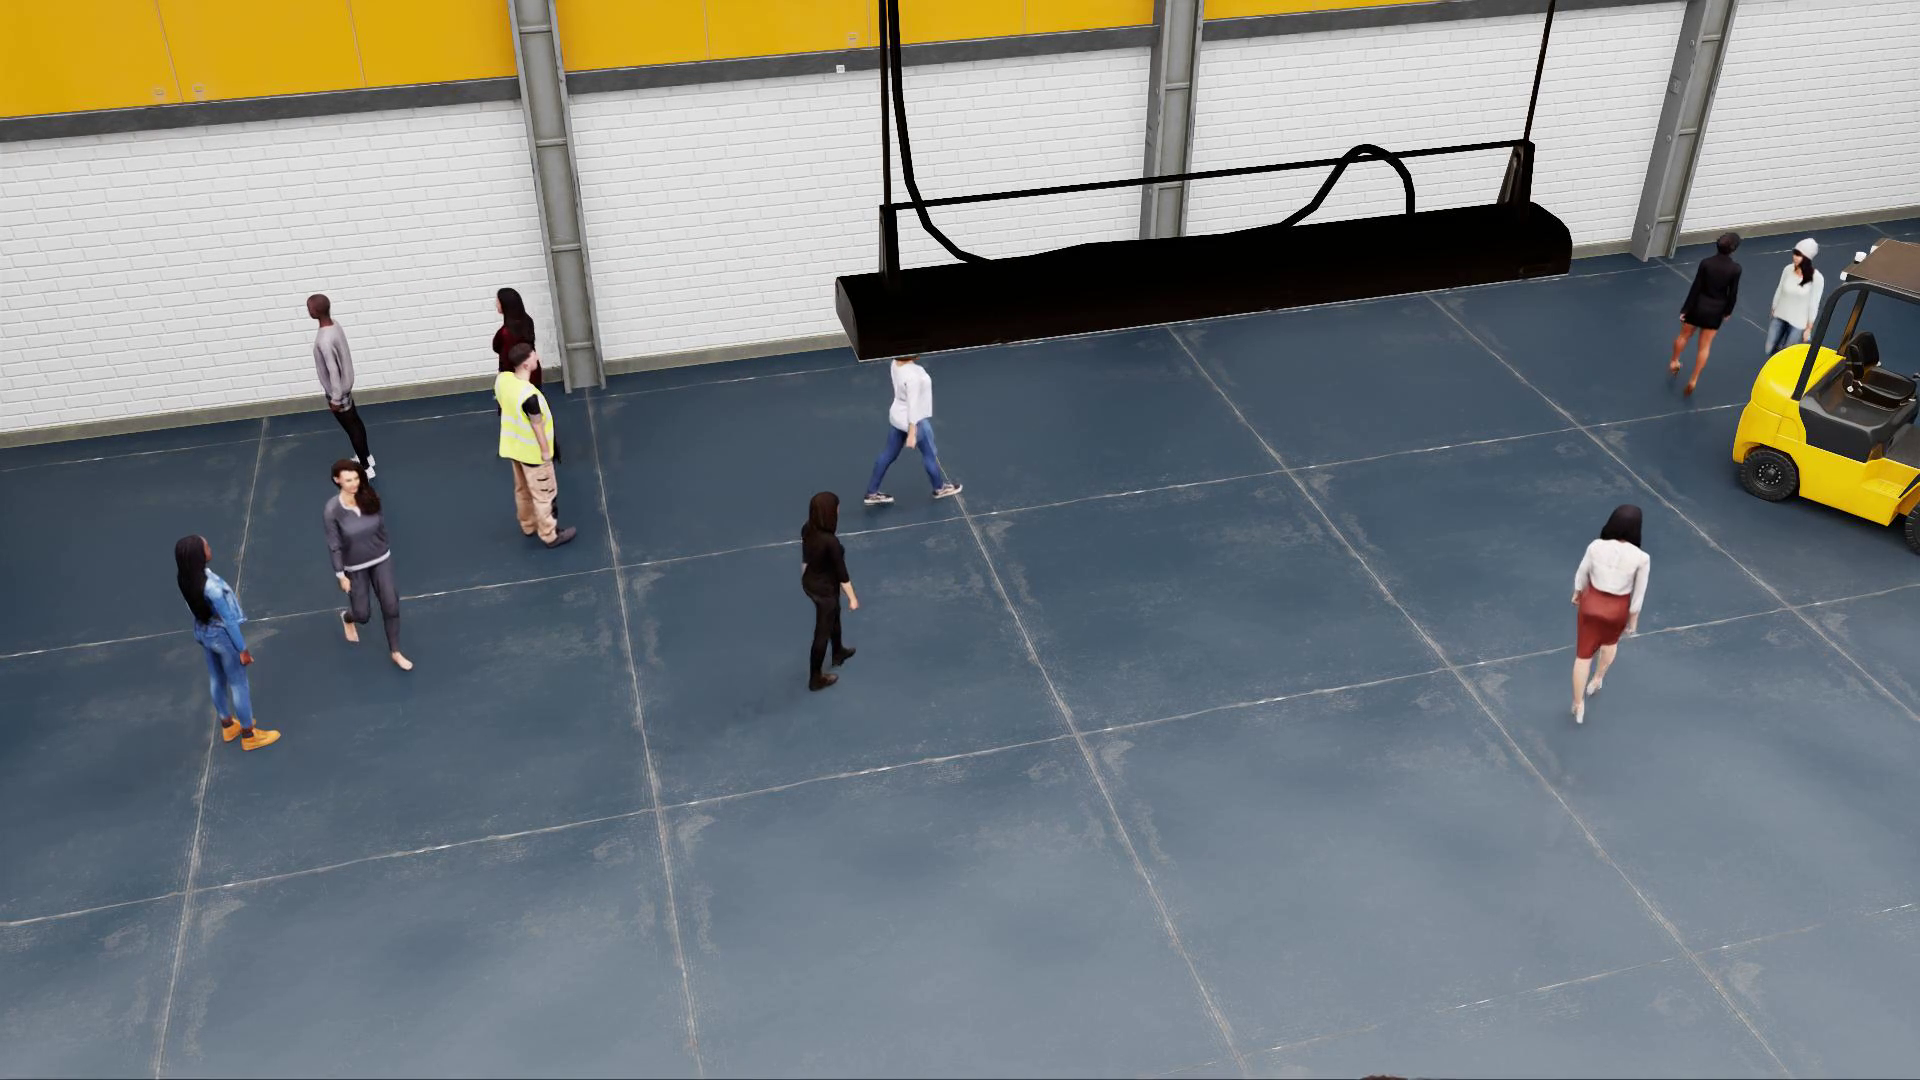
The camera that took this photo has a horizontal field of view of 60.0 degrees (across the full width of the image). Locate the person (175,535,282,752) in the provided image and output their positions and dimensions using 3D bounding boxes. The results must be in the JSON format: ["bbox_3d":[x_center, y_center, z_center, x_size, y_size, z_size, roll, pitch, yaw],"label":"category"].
[{"bbox_3d":[-5.116,0.699,11.485,0.689,1.712,0.727,22,39,29],"label":"person"}]

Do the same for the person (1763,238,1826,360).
[{"bbox_3d":[7.914,-2.101,15.763,0.820,1.639,0.763,-29,43,-36],"label":"person"}]

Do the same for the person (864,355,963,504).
[{"bbox_3d":[-0.528,-1.007,14.087,1.153,1.673,0.773,-14,36,-19],"label":"person"}]

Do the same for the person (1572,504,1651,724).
[{"bbox_3d":[4.498,0.567,11.668,0.873,1.729,0.925,15,37,22],"label":"person"}]

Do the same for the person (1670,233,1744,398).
[{"bbox_3d":[7.089,-2.100,15.783,0.898,1.614,0.930,10,35,14],"label":"person"}]

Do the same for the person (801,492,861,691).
[{"bbox_3d":[-1.052,0.399,12.017,0.875,1.622,0.769,-25,41,-33],"label":"person"}]

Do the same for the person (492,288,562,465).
[{"bbox_3d":[-3.756,-1.398,14.619,0.855,1.733,0.728,-4,34,-7],"label":"person"}]

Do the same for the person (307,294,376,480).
[{"bbox_3d":[-5.395,-1.339,14.497,0.513,1.771,0.616,-7,34,-11],"label":"person"}]

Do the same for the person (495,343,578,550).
[{"bbox_3d":[-3.511,-0.779,13.591,0.841,1.841,0.880,28,42,35],"label":"person"}]

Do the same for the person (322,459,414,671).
[{"bbox_3d":[-4.432,0.153,12.269,0.951,1.753,0.976,28,43,36],"label":"person"}]
